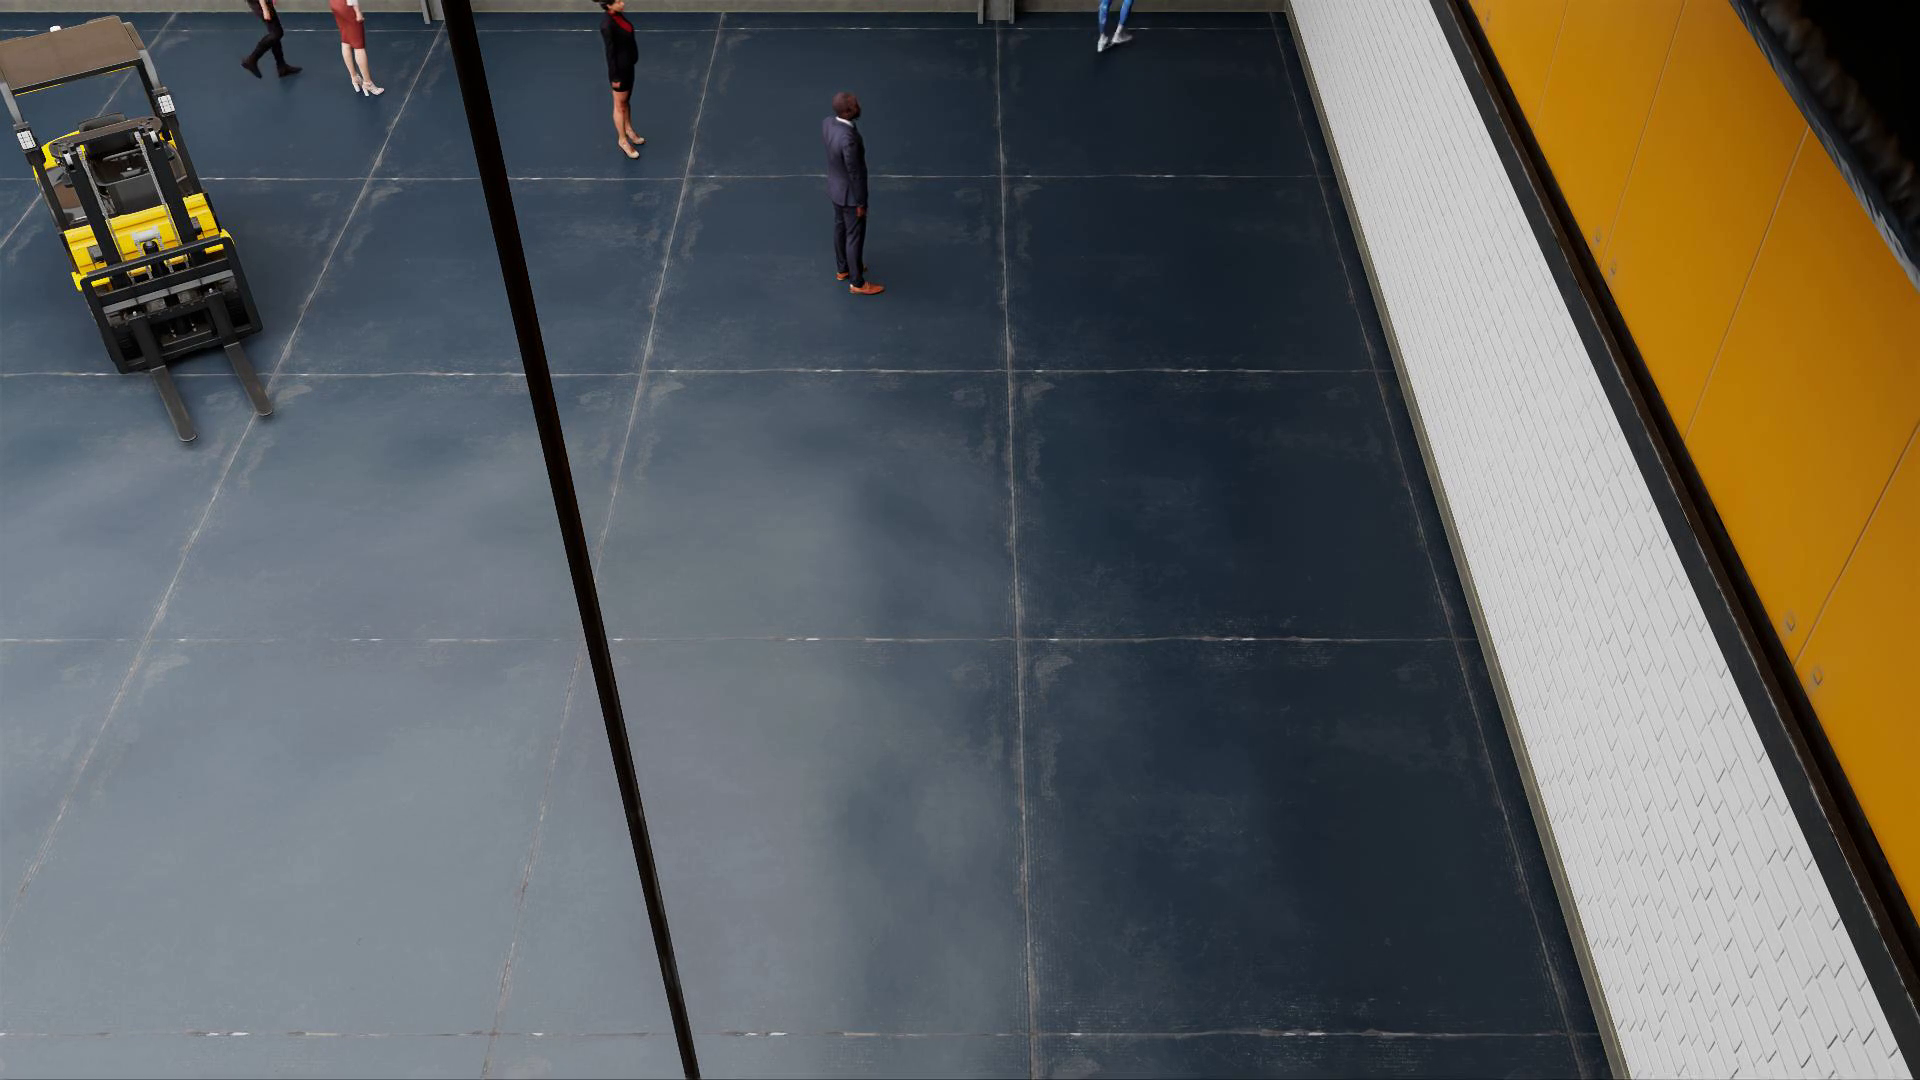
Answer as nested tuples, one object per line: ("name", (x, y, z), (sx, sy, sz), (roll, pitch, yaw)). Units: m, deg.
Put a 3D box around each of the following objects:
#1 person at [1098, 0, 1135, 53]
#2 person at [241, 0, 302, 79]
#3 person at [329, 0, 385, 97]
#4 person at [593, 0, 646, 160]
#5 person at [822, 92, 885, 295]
("person", (1.534, -5.821, 16.976), (0.777, 1.774, 0.835), (32, 52, 29))
("person", (-7.051, -5.356, 16.595), (0.879, 1.627, 0.755), (-18, 47, -18))
("person", (-6.042, -5.218, 16.361), (0.654, 1.749, 0.734), (30, 51, 28))
("person", (-3.167, -4.386, 15.568), (0.627, 1.639, 0.578), (4, 44, 5))
("person", (-0.929, -2.902, 13.876), (0.766, 1.824, 0.781), (-18, 46, -18))
